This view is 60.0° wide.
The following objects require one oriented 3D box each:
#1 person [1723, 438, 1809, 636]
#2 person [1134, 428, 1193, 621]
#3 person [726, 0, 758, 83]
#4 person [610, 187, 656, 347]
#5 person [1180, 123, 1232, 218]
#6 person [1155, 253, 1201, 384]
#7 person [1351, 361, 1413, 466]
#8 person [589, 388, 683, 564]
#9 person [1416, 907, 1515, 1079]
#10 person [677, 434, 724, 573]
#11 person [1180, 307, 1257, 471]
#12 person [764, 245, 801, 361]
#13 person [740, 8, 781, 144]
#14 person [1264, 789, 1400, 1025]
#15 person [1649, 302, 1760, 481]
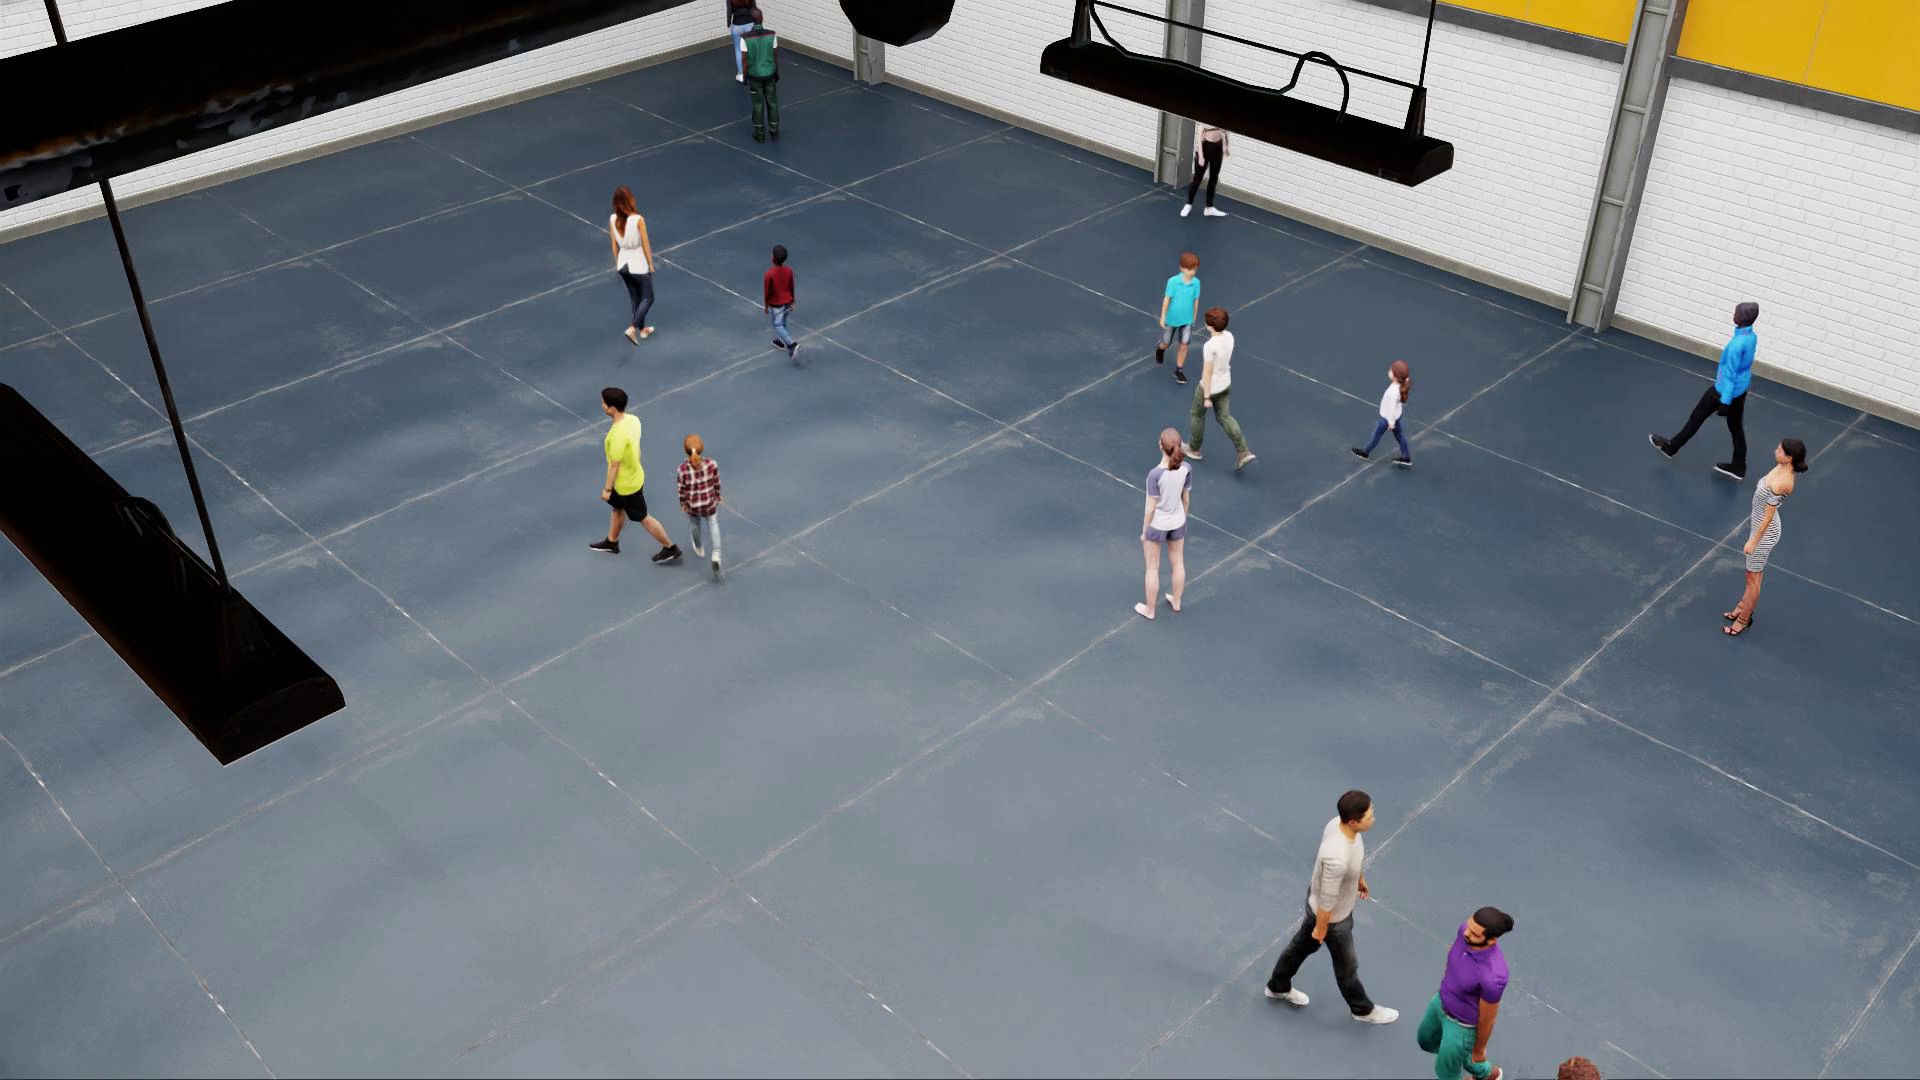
[{"bbox_3d":[6.514,-0.031,13.472,0.640,1.816,0.659,15,36,21],"label":"person"},{"bbox_3d":[1.687,-0.132,13.668,0.669,1.767,0.682,-12,36,-18],"label":"person"},{"bbox_3d":[-3.306,-7.838,25.382,0.724,1.634,0.726,-8,35,-12],"label":"person"},{"bbox_3d":[-3.520,-2.893,17.818,0.914,1.772,0.884,11,35,16],"label":"person"},{"bbox_3d":[3.167,-4.888,20.845,0.704,1.742,0.808,28,43,36],"label":"person"},{"bbox_3d":[2.255,-2.351,17.309,0.787,1.431,0.870,-1,34,-1],"label":"person"},{"bbox_3d":[4.179,-1.189,15.876,0.847,1.084,0.583,17,37,24],"label":"person"},{"bbox_3d":[-2.787,-0.516,14.334,1.134,1.670,1.071,0,34,0],"label":"person"},{"bbox_3d":[2.928,2.693,9.427,0.971,1.758,0.930,-4,34,-5],"label":"person"},{"bbox_3d":[-2.230,-0.324,14.385,0.770,1.292,0.915,-9,35,-14],"label":"person"},{"bbox_3d":[2.475,-1.403,15.704,0.593,1.630,1.075,-26,41,-33],"label":"person"},{"bbox_3d":[-1.891,-2.522,17.744,0.490,1.235,0.789,-27,42,-34],"label":"person"},{"bbox_3d":[-2.755,-6.454,23.114,0.777,1.840,0.765,-11,35,-16],"label":"person"},{"bbox_3d":[2.160,2.206,10.135,1.169,1.784,0.984,8,34,12],"label":"person"},{"bbox_3d":[7.267,-1.344,15.510,1.124,1.747,0.632,29,43,36],"label":"person"}]
